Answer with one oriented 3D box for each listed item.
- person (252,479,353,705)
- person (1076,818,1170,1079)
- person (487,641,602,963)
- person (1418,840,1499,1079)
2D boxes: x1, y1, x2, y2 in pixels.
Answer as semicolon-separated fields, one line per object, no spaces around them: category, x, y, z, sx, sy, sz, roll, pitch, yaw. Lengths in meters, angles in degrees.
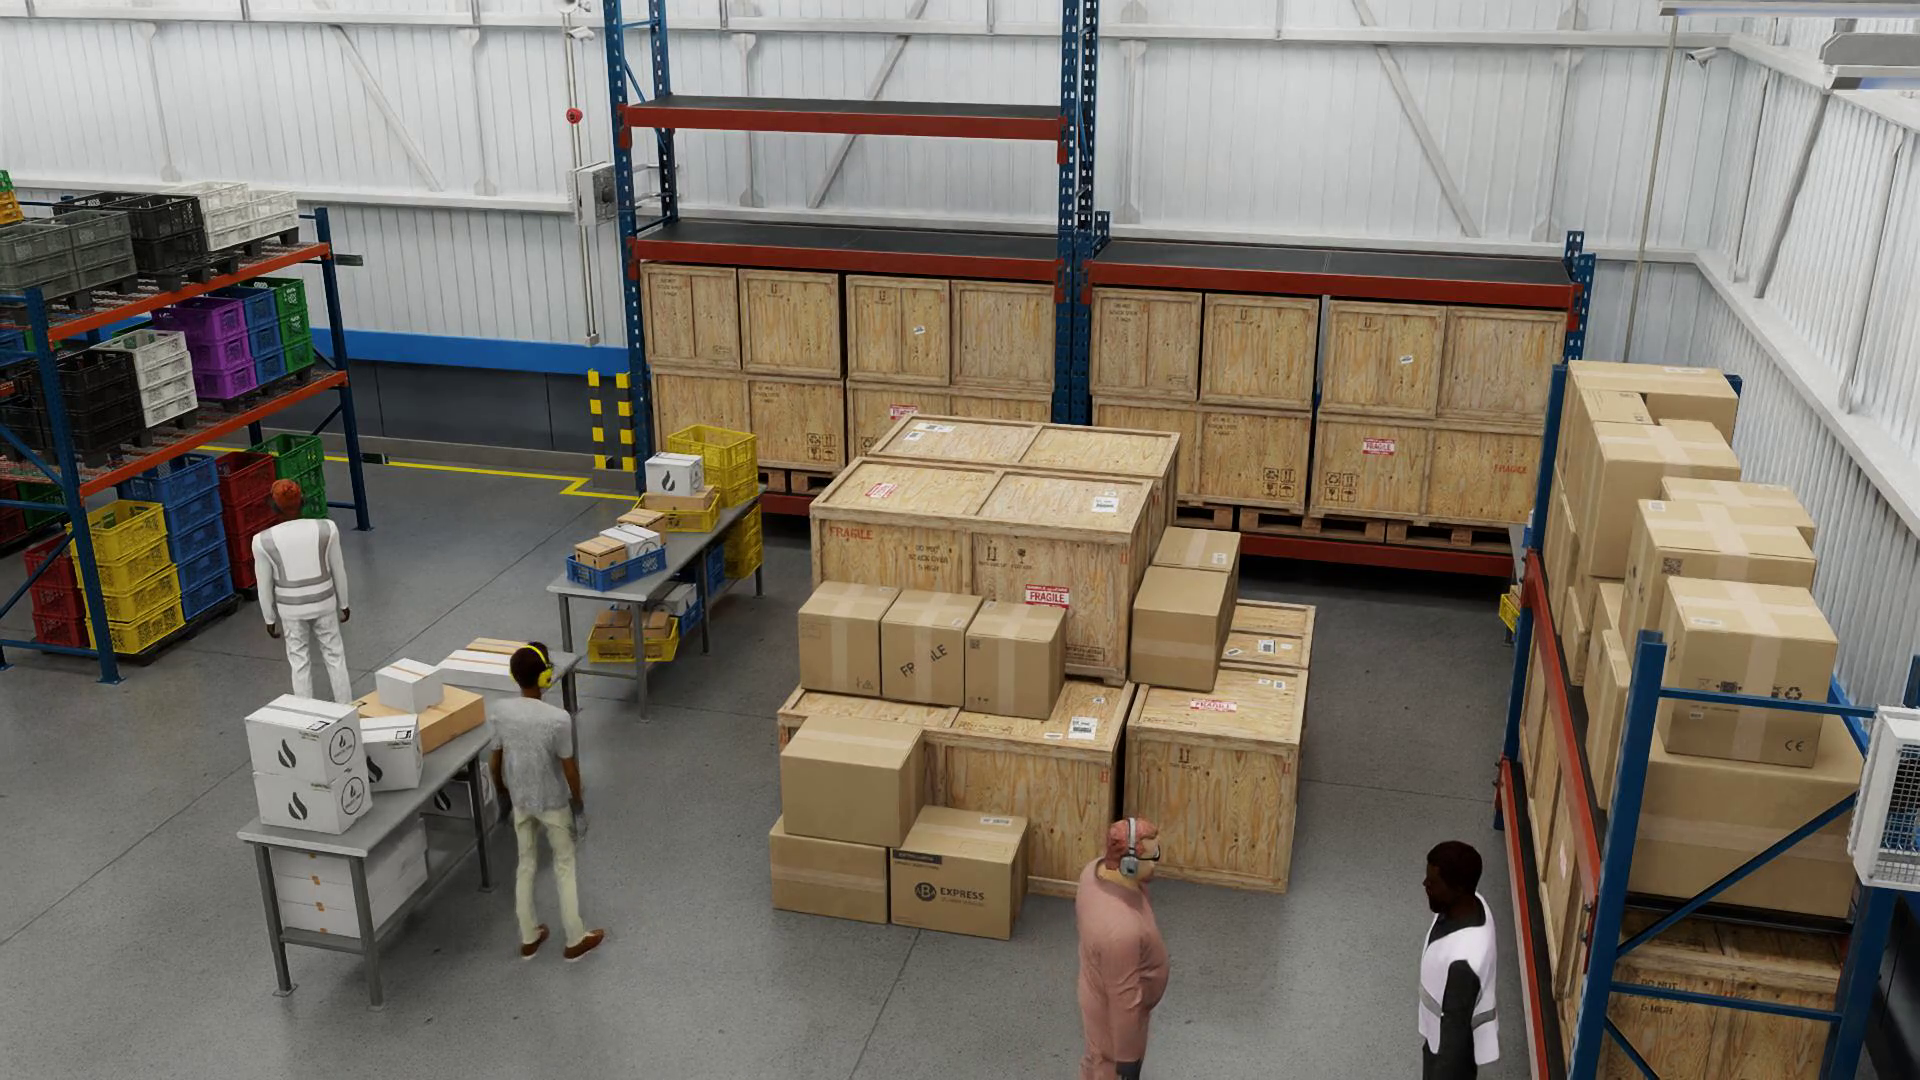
person;-4.533;0.479;11.533;0.579;1.878;0.359;-10;23;-25
person;0.713;2.070;7.320;0.402;1.904;0.652;-2;21;-5
person;-2.279;1.430;9.050;0.533;1.865;0.314;5;21;13
person;2.095;2.144;7.129;0.409;1.908;0.597;5;22;14
